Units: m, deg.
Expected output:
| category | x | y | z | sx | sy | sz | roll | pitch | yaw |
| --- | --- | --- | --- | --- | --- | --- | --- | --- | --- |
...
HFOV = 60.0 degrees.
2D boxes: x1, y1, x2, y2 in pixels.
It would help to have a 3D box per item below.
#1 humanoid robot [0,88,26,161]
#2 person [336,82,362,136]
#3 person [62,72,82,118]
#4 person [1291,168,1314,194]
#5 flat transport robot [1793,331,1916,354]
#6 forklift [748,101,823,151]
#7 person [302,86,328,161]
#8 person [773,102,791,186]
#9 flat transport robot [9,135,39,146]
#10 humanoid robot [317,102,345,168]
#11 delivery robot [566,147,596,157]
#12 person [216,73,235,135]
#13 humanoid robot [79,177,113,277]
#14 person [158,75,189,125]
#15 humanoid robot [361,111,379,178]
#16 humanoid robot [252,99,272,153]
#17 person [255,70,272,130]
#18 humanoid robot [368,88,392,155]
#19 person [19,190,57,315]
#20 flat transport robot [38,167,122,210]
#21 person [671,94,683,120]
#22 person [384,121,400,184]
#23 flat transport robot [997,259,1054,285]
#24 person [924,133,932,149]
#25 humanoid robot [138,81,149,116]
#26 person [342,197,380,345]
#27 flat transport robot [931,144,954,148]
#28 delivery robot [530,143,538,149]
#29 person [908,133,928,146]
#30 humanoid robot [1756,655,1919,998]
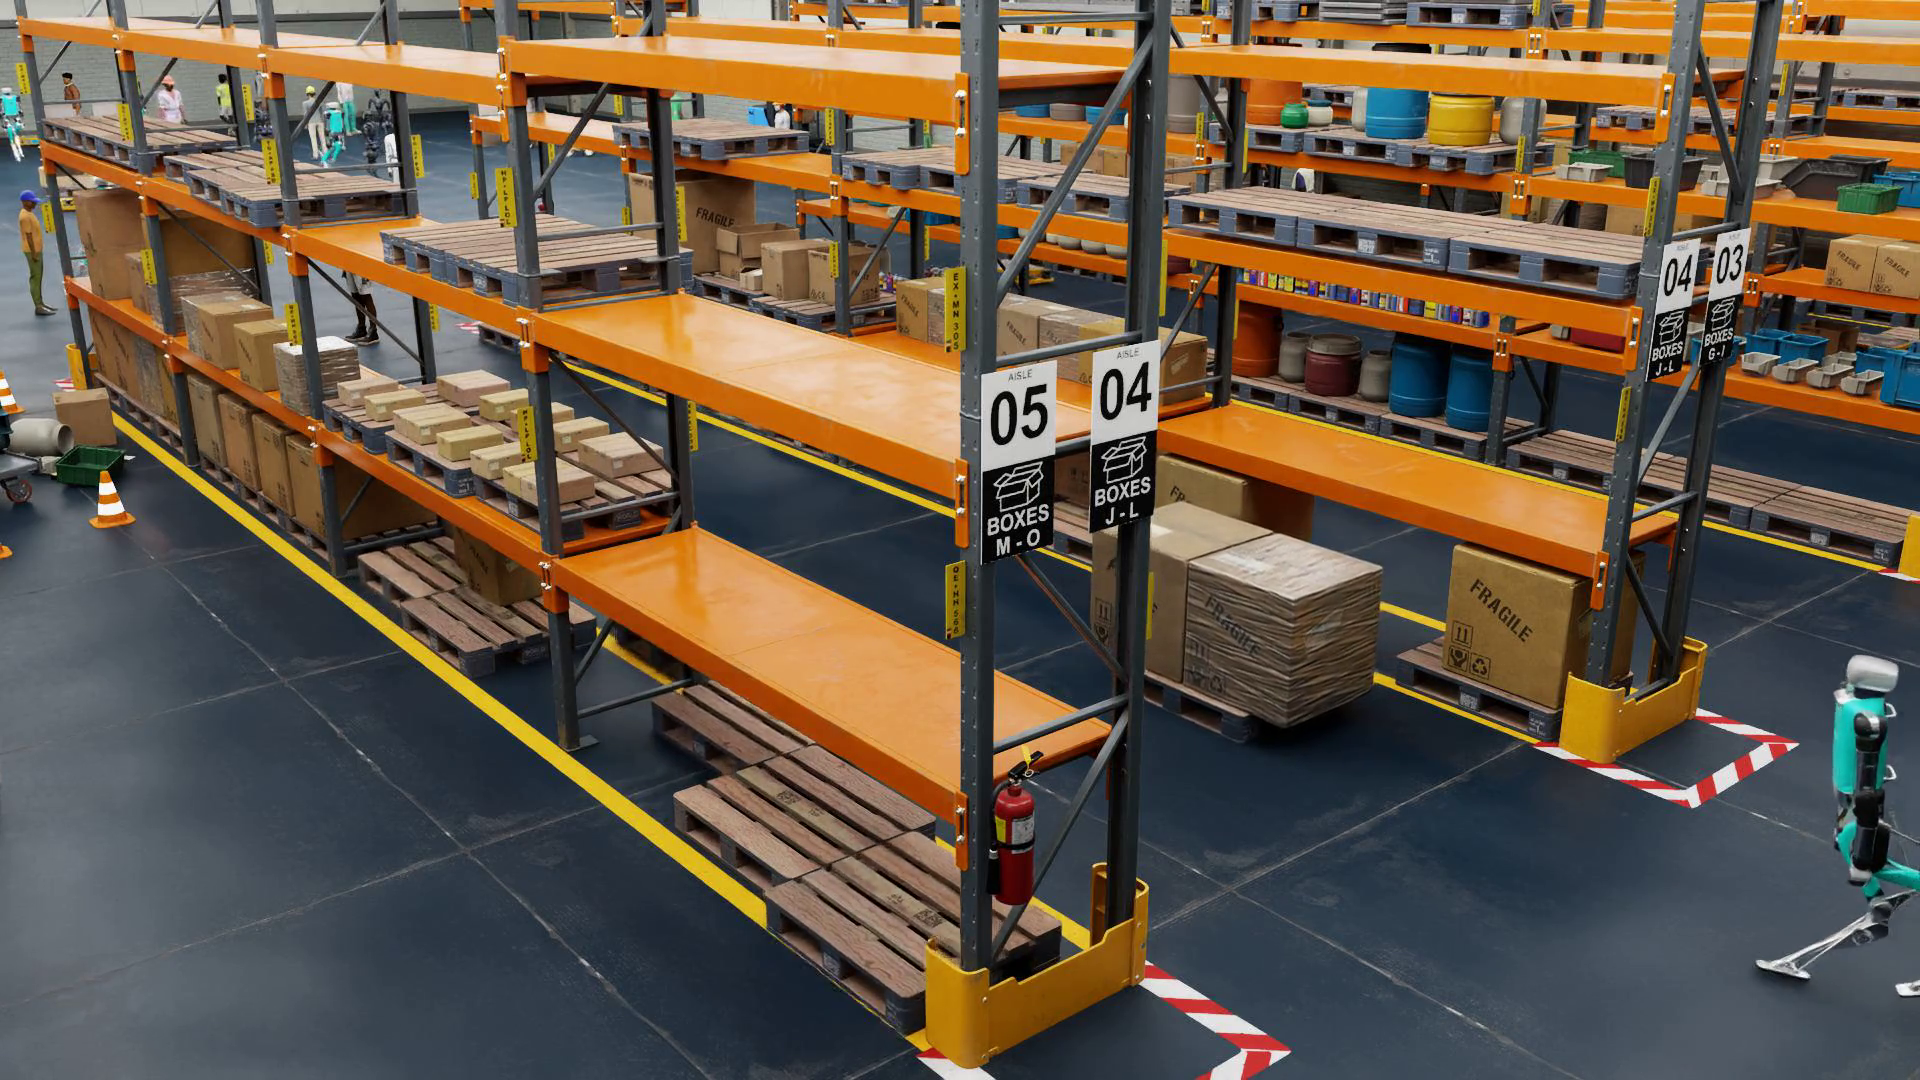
| category | x | y | z | sx | sy | sz | roll | pitch | yaw |
| --- | --- | --- | --- | --- | --- | --- | --- | --- | --- |
| humanoid robot | -23.148 | -10.111 | 40.554 | 0.573 | 1.797 | 0.857 | -18 | 26 | -41 |
| person | -17.021 | -12.189 | 46.201 | 0.437 | 1.877 | 0.599 | 14 | 24 | 35 |
| person | -23.575 | -11.490 | 44.242 | 0.776 | 1.855 | 0.397 | 16 | 25 | 39 |
| person | 5.543 | -5.419 | 26.979 | 0.377 | 1.843 | 0.569 | 9 | 21 | 24 |
| flat transport robot | 11.258 | -2.428 | 20.846 | 0.659 | 0.231 | 1.431 | -14 | 24 | -35 |
| forklift | -4.526 | -11.368 | 42.374 | 1.129 | 2.768 | 1.873 | -15 | 24 | -37 |
| person | -15.766 | -10.175 | 40.637 | 0.521 | 1.768 | 0.309 | -18 | 26 | -42 |
| person | -3.865 | -8.675 | 36.196 | 0.379 | 1.893 | 0.574 | -13 | 23 | -32 |
| flat transport robot | -24.352 | -10.582 | 44.054 | 1.431 | 0.231 | 0.659 | -9 | 21 | -25 |
| humanoid robot | -13.850 | -8.639 | 36.471 | 0.782 | 1.884 | 0.543 | 9 | 21 | 23 |
| delivery robot | -9.487 | -9.869 | 41.596 | 0.802 | 0.598 | 0.499 | -2 | 19 | -6 |
| person | -20.393 | -12.085 | 46.196 | 0.365 | 1.687 | 0.541 | 11 | 22 | 29 |
| humanoid robot | -12.722 | -4.375 | 24.279 | 0.874 | 1.844 | 0.554 | -8 | 21 | -22 |
| person | -19.155 | -10.305 | 40.633 | 0.619 | 2.025 | 0.605 | 8 | 21 | 22 |
| humanoid robot | -12.565 | -8.296 | 35.430 | 0.425 | 1.648 | 0.601 | -2 | 19 | -5 |
| humanoid robot | -16.173 | -9.360 | 38.473 | 0.583 | 1.639 | 0.609 | 4 | 20 | 10 |
| person | -20.021 | -12.751 | 47.800 | 0.401 | 1.878 | 0.498 | 3 | 20 | 9 |
| humanoid robot | -14.584 | -10.555 | 41.849 | 0.608 | 1.640 | 0.431 | -3 | 20 | -9 |
| person | -12.832 | -3.999 | 23.139 | 0.372 | 1.712 | 0.458 | -8 | 21 | -21 |
| flat transport robot | -17.514 | -6.798 | 33.285 | 0.659 | 0.231 | 1.431 | 7 | 20 | 18 |
| person | -6.922 | -10.036 | 39.950 | 0.533 | 1.958 | 0.638 | -6 | 20 | -17 |
| person | -10.577 | -7.042 | 31.566 | 0.567 | 1.876 | 0.345 | -4 | 20 | -11 |
| flat transport robot | 0.748 | -4.143 | 25.727 | 0.659 | 0.231 | 1.431 | -14 | 24 | -34 |
| person | -0.786 | -7.420 | 32.833 | 0.483 | 1.738 | 0.324 | 0 | 19 | 1 |
| humanoid robot | -22.380 | -11.827 | 45.374 | 0.552 | 1.726 | 0.968 | 2 | 19 | 5 |
| person | -7.749 | -3.500 | 21.340 | 0.605 | 1.966 | 0.368 | 17 | 25 | 40 |
| flat transport robot | -0.588 | -7.580 | 35.508 | 0.659 | 0.231 | 1.431 | -8 | 21 | -22 |
| delivery robot | -11.055 | -10.500 | 43.375 | 0.499 | 0.585 | 0.765 | -12 | 23 | -31 |
| person | -0.803 | -7.746 | 33.823 | 0.543 | 1.710 | 0.643 | -18 | 26 | -41 |
| humanoid robot | 4.413 | 1.414 | 7.779 | 1.037 | 1.764 | 0.544 | 6 | 20 | 17 |
